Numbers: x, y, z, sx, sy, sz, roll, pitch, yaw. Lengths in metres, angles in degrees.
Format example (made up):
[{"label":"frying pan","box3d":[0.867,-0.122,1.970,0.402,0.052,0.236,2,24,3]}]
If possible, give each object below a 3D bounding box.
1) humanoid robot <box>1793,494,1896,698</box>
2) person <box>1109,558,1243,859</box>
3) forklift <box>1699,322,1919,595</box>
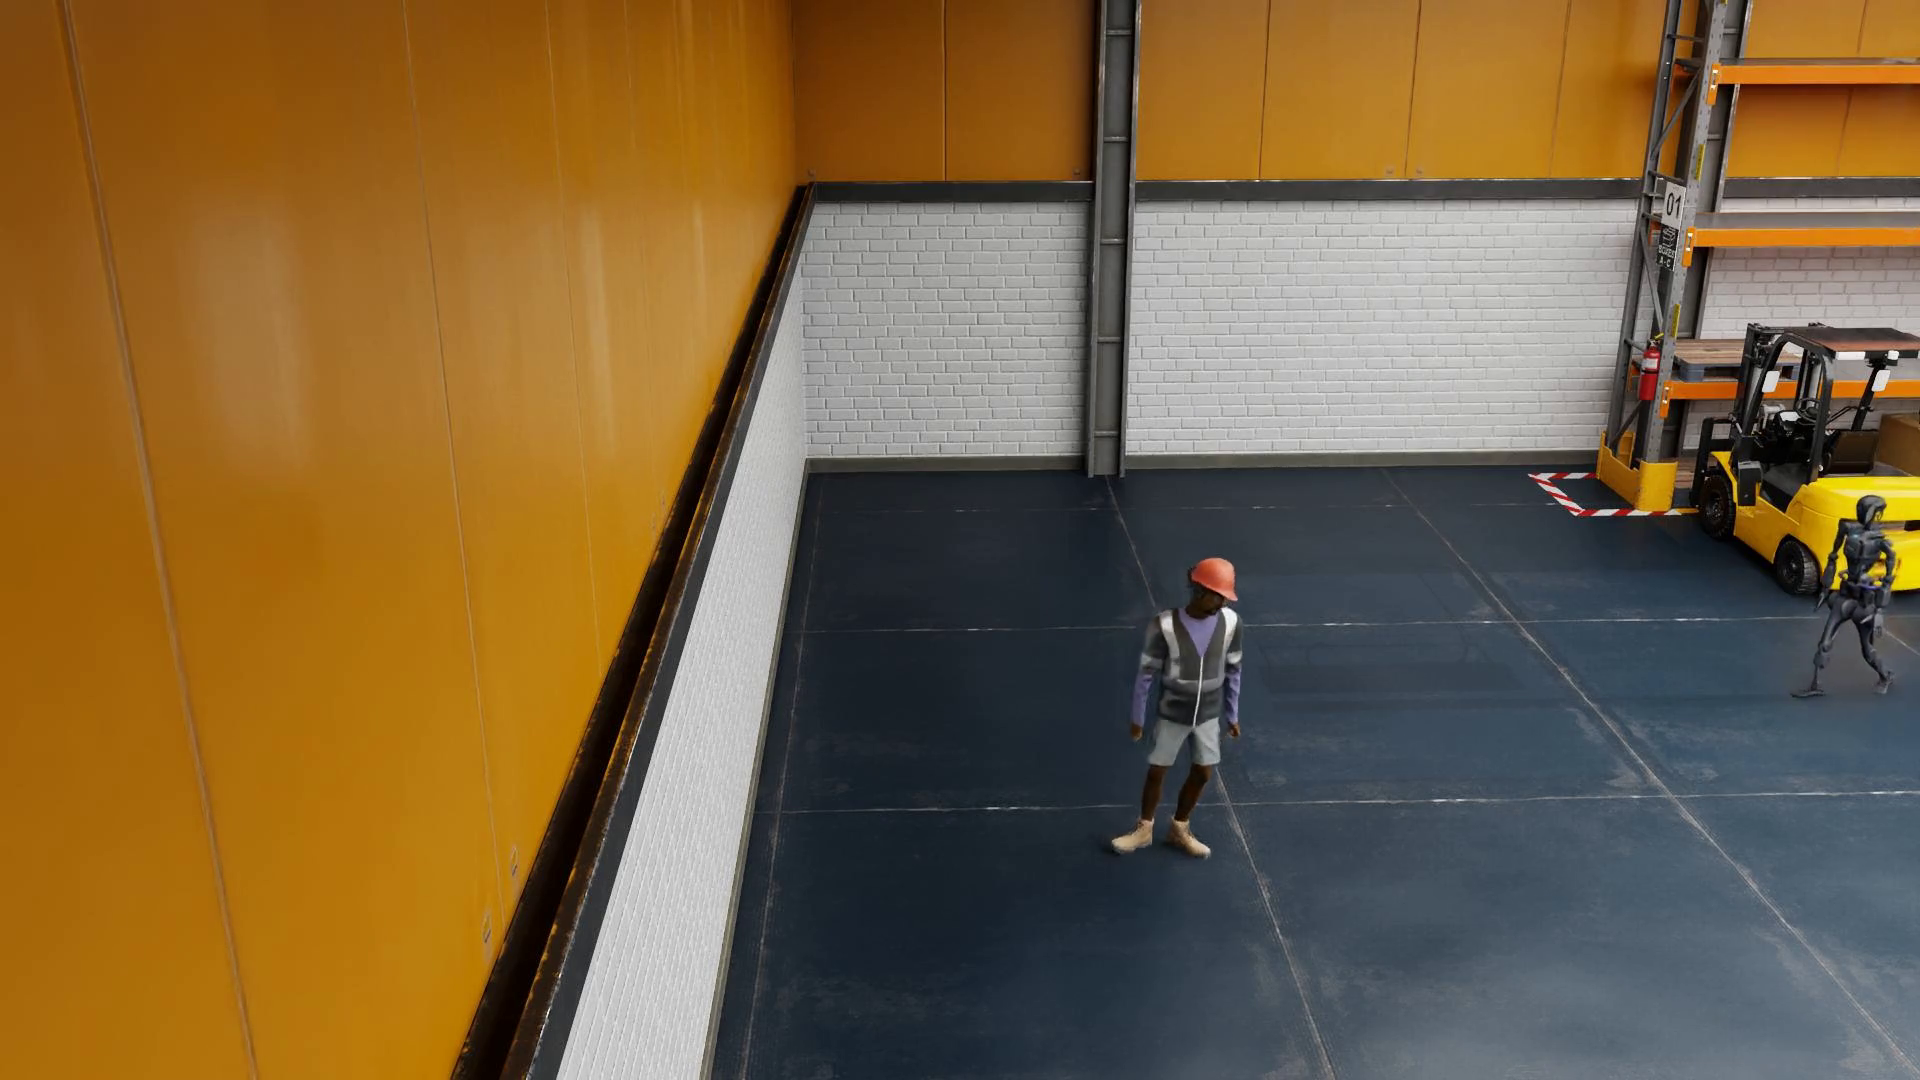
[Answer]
[{"label":"humanoid robot","box3d":[6.764,0.433,12.453,0.825,1.641,0.602,-7,21,-19]},{"label":"person","box3d":[1.337,1.059,10.198,0.781,2.002,0.362,-4,21,-9]},{"label":"forklift","box3d":[7.809,-0.792,14.926,1.214,2.155,2.313,-1,20,-2]}]
